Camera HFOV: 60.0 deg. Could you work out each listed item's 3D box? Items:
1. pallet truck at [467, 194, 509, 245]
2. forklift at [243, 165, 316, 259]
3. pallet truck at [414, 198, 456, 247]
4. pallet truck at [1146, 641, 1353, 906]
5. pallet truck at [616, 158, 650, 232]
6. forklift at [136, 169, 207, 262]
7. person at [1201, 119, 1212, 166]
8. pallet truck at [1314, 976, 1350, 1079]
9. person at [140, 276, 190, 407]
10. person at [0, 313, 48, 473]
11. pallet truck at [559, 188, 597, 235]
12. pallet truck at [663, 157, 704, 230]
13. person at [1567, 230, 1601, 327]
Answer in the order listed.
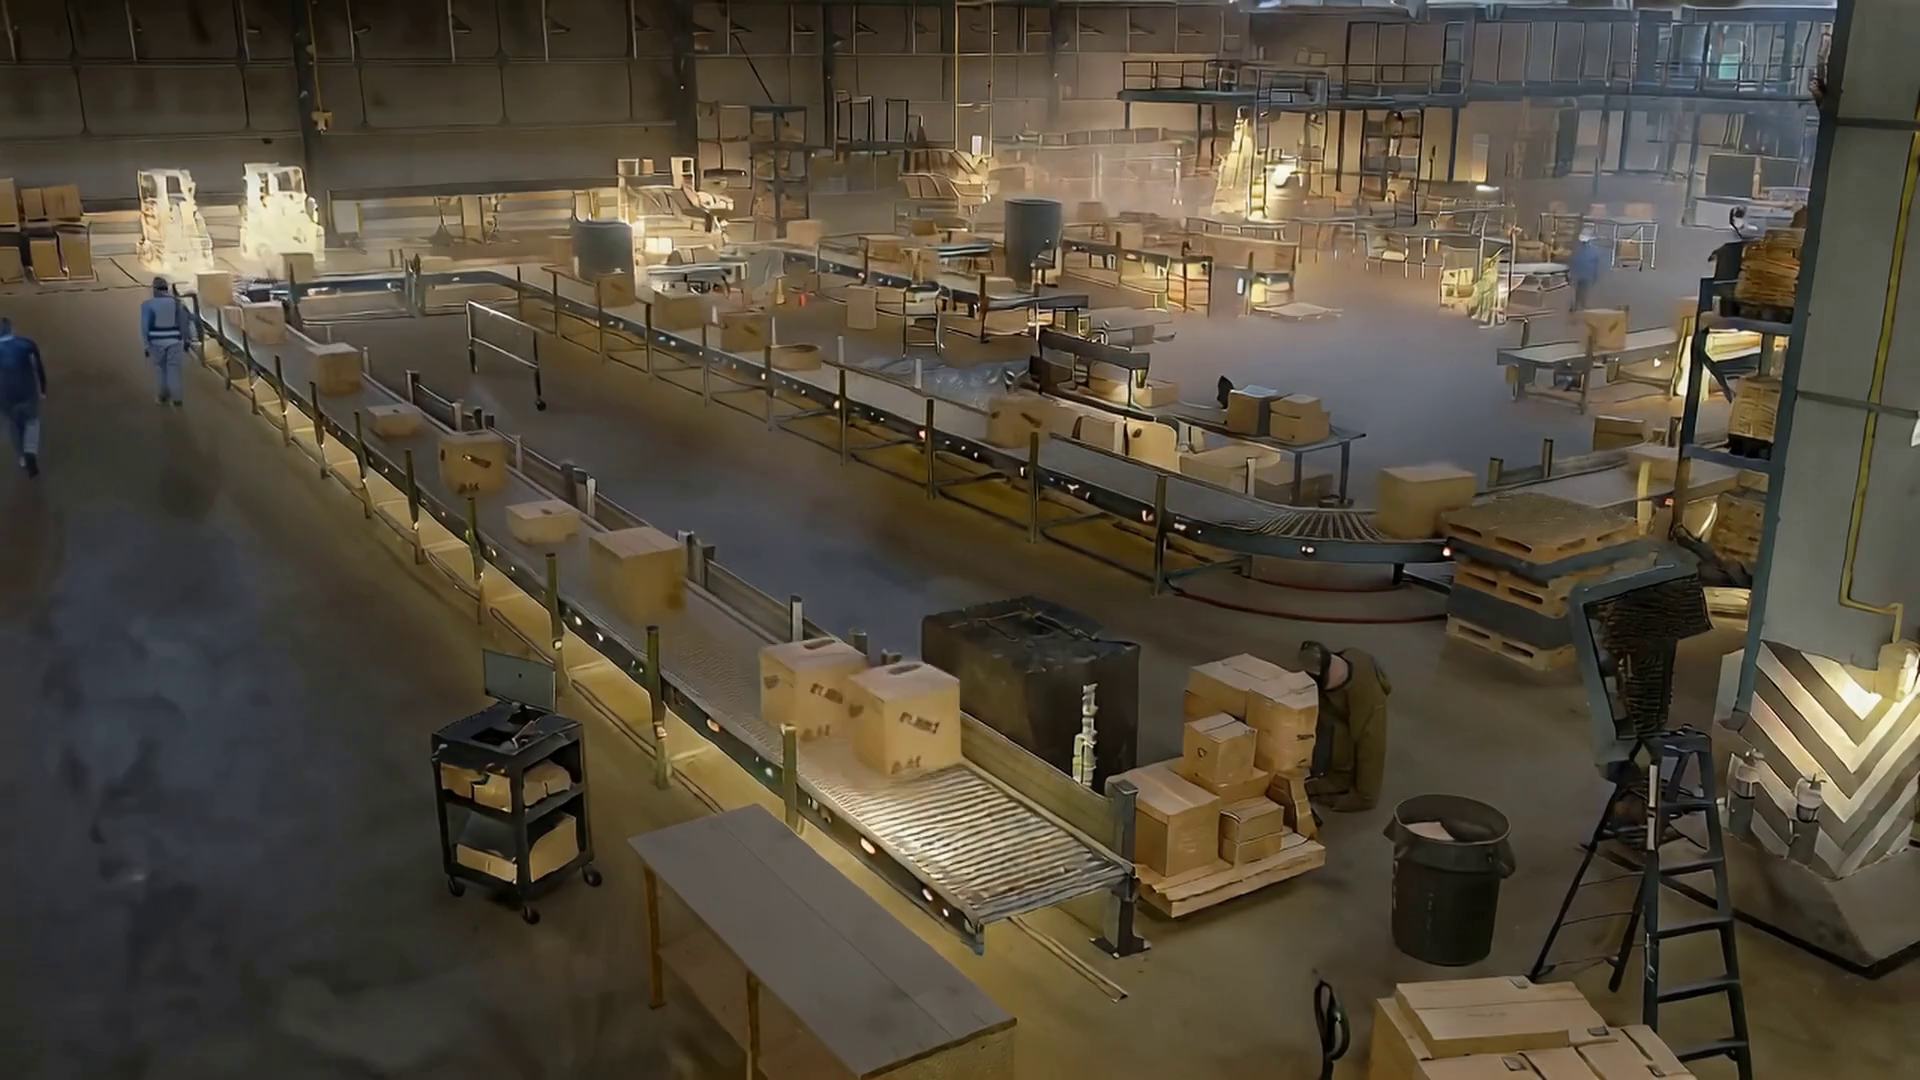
[{"bbox_3d":[-11.983,-8.177,42.137,0.704,1.261,1.522,-11,20,-33],"label":"pallet truck"},{"bbox_3d":[-15.898,-7.669,38.708,1.157,1.987,2.680,-11,20,-33],"label":"forklift"},{"bbox_3d":[-13.250,-8.060,41.856,0.680,1.201,1.601,-10,20,-31],"label":"pallet truck"},{"bbox_3d":[1.664,1.407,10.232,1.630,1.274,0.653,-10,20,-31],"label":"pallet truck"},{"bbox_3d":[-8.918,-9.176,44.255,0.823,1.965,1.885,-9,19,-27],"label":"pallet truck"},{"bbox_3d":[-17.842,-7.318,37.559,1.157,1.987,2.680,-10,20,-31],"label":"forklift"},{"bbox_3d":[10.007,-16.243,67.967,0.575,1.882,0.355,-12,20,-34],"label":"person"},{"bbox_3d":[2.299,2.390,7.086,1.601,1.201,0.680,-2,17,-7],"label":"pallet truck"},{"bbox_3d":[-11.136,-2.789,23.313,0.627,1.808,0.725,-11,20,-32],"label":"person"},{"bbox_3d":[-11.183,-1.735,19.695,0.643,1.884,0.808,-6,18,-20],"label":"person"},{"bbox_3d":[-10.010,-8.652,43.699,0.653,1.274,1.630,-10,20,-31],"label":"pallet truck"},{"bbox_3d":[-7.586,-9.308,44.692,0.823,1.965,1.885,-11,20,-33],"label":"pallet truck"},{"bbox_3d":[11.064,-4.633,29.590,0.847,1.729,0.525,-14,22,-39],"label":"person"}]
